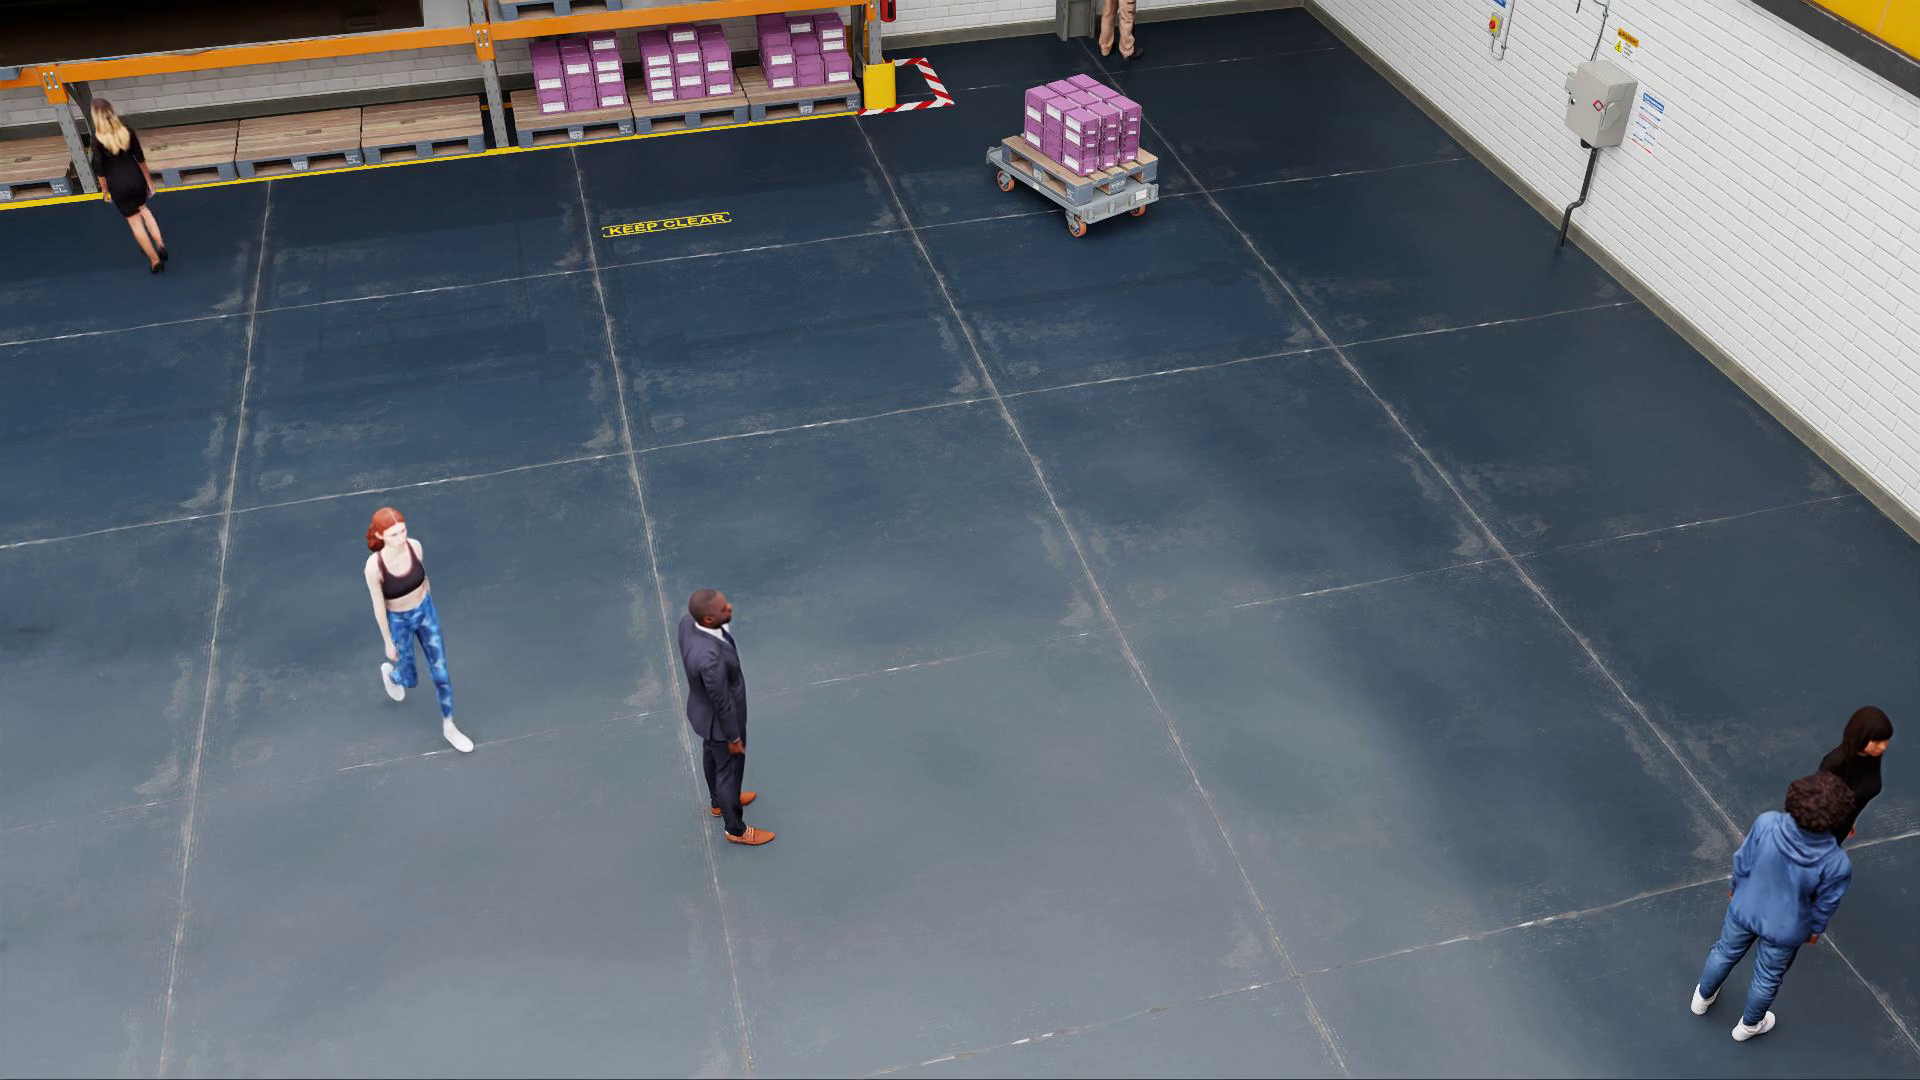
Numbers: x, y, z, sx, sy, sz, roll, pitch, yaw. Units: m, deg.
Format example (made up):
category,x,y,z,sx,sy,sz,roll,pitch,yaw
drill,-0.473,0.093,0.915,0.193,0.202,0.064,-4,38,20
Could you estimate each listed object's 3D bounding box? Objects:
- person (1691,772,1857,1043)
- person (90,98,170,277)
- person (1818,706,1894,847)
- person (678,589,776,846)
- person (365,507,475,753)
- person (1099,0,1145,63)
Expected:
category,x,y,z,sx,sy,sz,roll,pitch,yaw
person,4.121,1.857,8.417,0.750,1.810,0.761,-30,47,-32
person,-7.315,-3.080,14.716,0.740,1.665,0.675,24,44,27
person,4.664,1.510,8.986,0.486,1.642,0.661,-16,41,-19
person,-1.373,0.994,9.487,0.637,1.824,0.713,-14,41,-17
person,-3.391,0.517,10.131,0.989,1.765,1.024,28,46,30
person,1.808,-6.294,18.595,0.851,1.847,0.902,27,46,29
